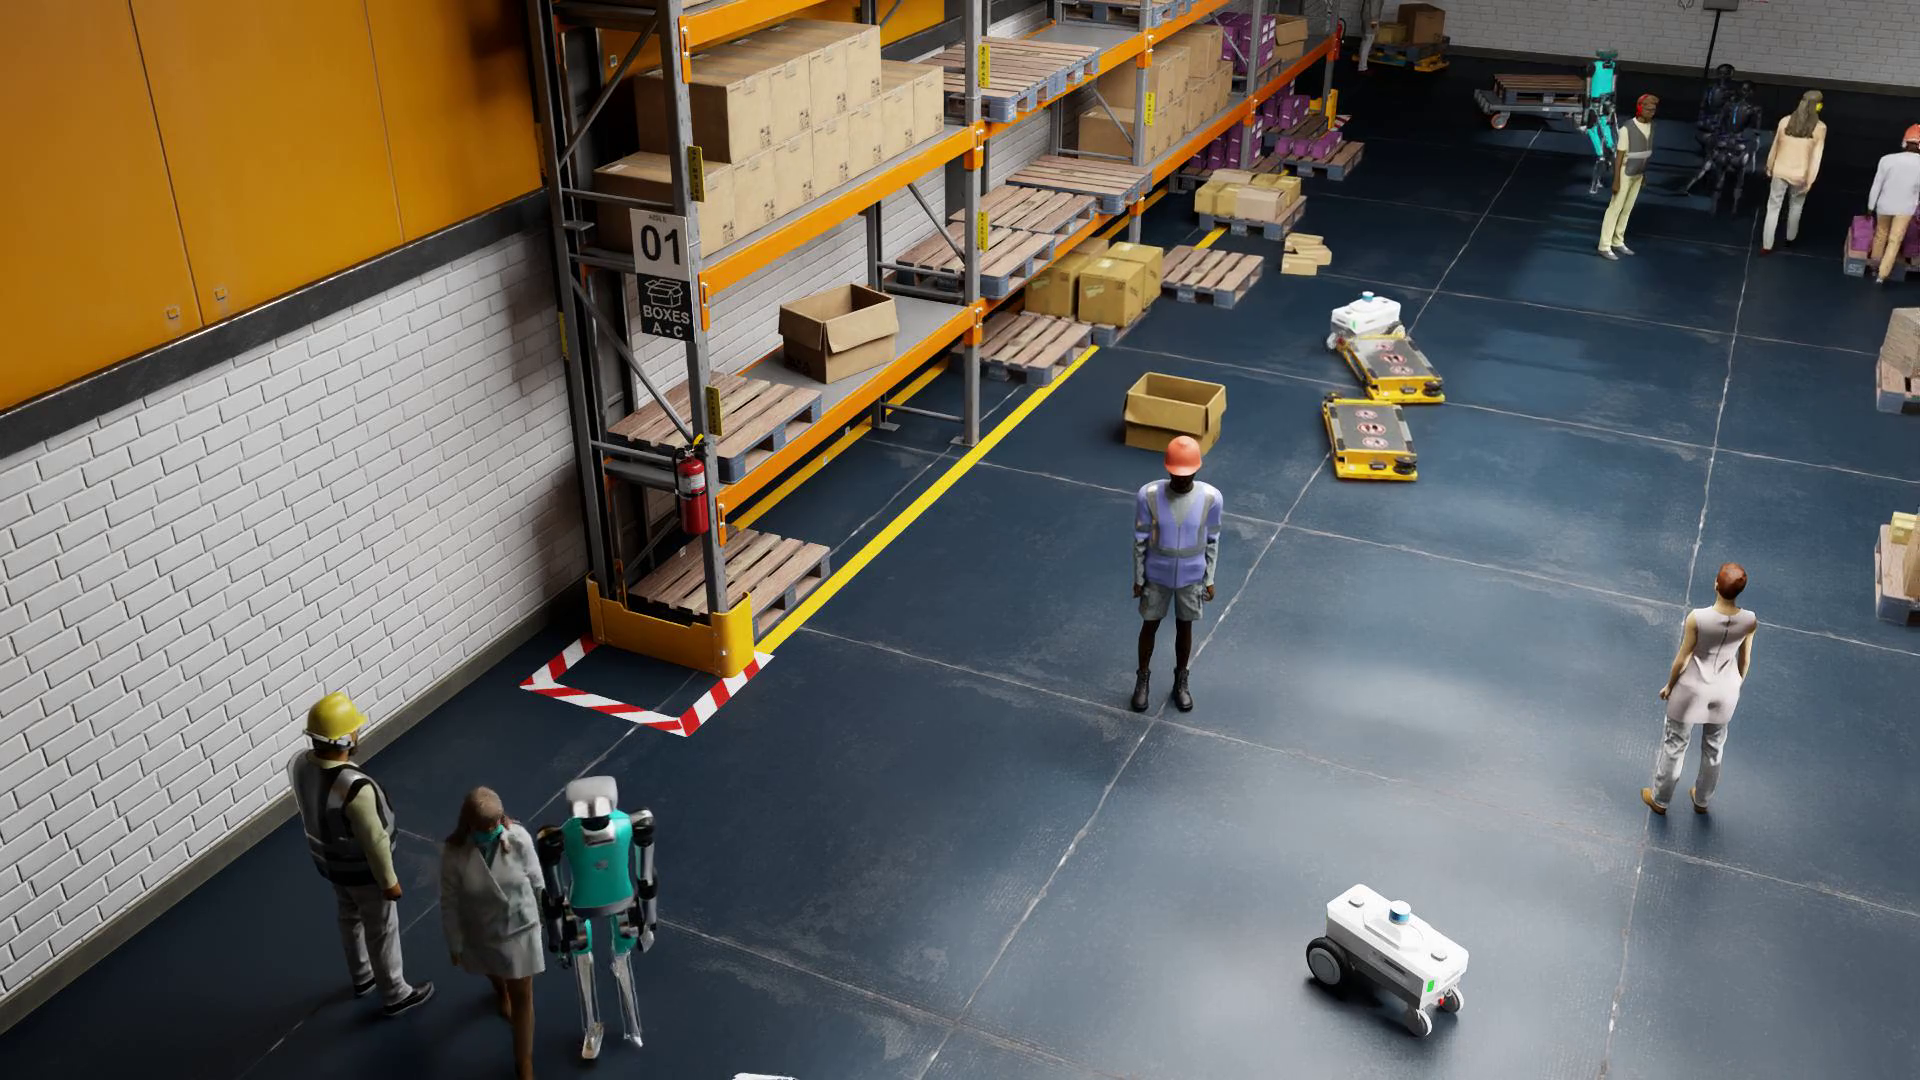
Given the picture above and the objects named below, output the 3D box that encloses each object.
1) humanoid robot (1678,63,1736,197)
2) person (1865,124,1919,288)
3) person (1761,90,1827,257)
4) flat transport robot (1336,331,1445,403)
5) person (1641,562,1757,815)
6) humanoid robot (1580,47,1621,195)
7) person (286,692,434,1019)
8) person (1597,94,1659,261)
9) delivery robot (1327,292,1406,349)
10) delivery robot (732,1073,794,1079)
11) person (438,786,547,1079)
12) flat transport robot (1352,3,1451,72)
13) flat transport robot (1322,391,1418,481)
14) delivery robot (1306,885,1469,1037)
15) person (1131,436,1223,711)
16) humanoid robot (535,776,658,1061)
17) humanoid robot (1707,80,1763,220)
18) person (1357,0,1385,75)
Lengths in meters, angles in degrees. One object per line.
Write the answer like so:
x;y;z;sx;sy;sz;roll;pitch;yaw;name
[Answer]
9.378;-5.126;20.795;0.738;1.639;0.604;-10;30;-17;humanoid robot
10.065;-3.598;17.864;0.565;1.715;0.864;18;33;29;person
9.422;-4.172;18.806;0.575;1.832;0.918;20;34;32;person
4.072;-1.652;15.792;0.659;0.231;1.431;-1;28;-3;flat transport robot
4.310;0.870;9.645;0.449;1.661;0.283;1;28;1;person
8.159;-5.220;20.894;0.531;1.800;0.798;-12;31;-22;humanoid robot
-2.973;1.561;8.203;0.597;1.821;0.403;20;34;33;person
7.482;-4.077;18.630;0.568;1.840;0.373;-20;34;-32;person
4.013;-2.152;16.427;0.794;0.603;0.499;-19;34;-31;delivery robot
-0.923;2.748;7.327;0.500;0.590;0.762;3;28;5;delivery robot
-2.201;1.815;7.936;0.497;1.620;0.863;-7;29;-12;person
7.299;-7.980;27.525;1.431;0.231;0.659;22;35;35;flat transport robot
3.534;-0.902;14.401;0.659;0.231;1.431;3;28;5;flat transport robot
2.204;2.106;8.531;0.499;0.603;0.794;-21;35;-34;delivery robot
1.366;0.221;10.562;0.545;1.938;0.373;2;28;3;person
-1.725;1.755;7.922;0.538;1.771;0.757;-10;30;-18;humanoid robot
9.227;-4.648;19.873;0.405;1.646;0.590;-24;36;-37;humanoid robot
6.615;-8.406;26.686;0.369;1.824;0.514;3;28;6;person
